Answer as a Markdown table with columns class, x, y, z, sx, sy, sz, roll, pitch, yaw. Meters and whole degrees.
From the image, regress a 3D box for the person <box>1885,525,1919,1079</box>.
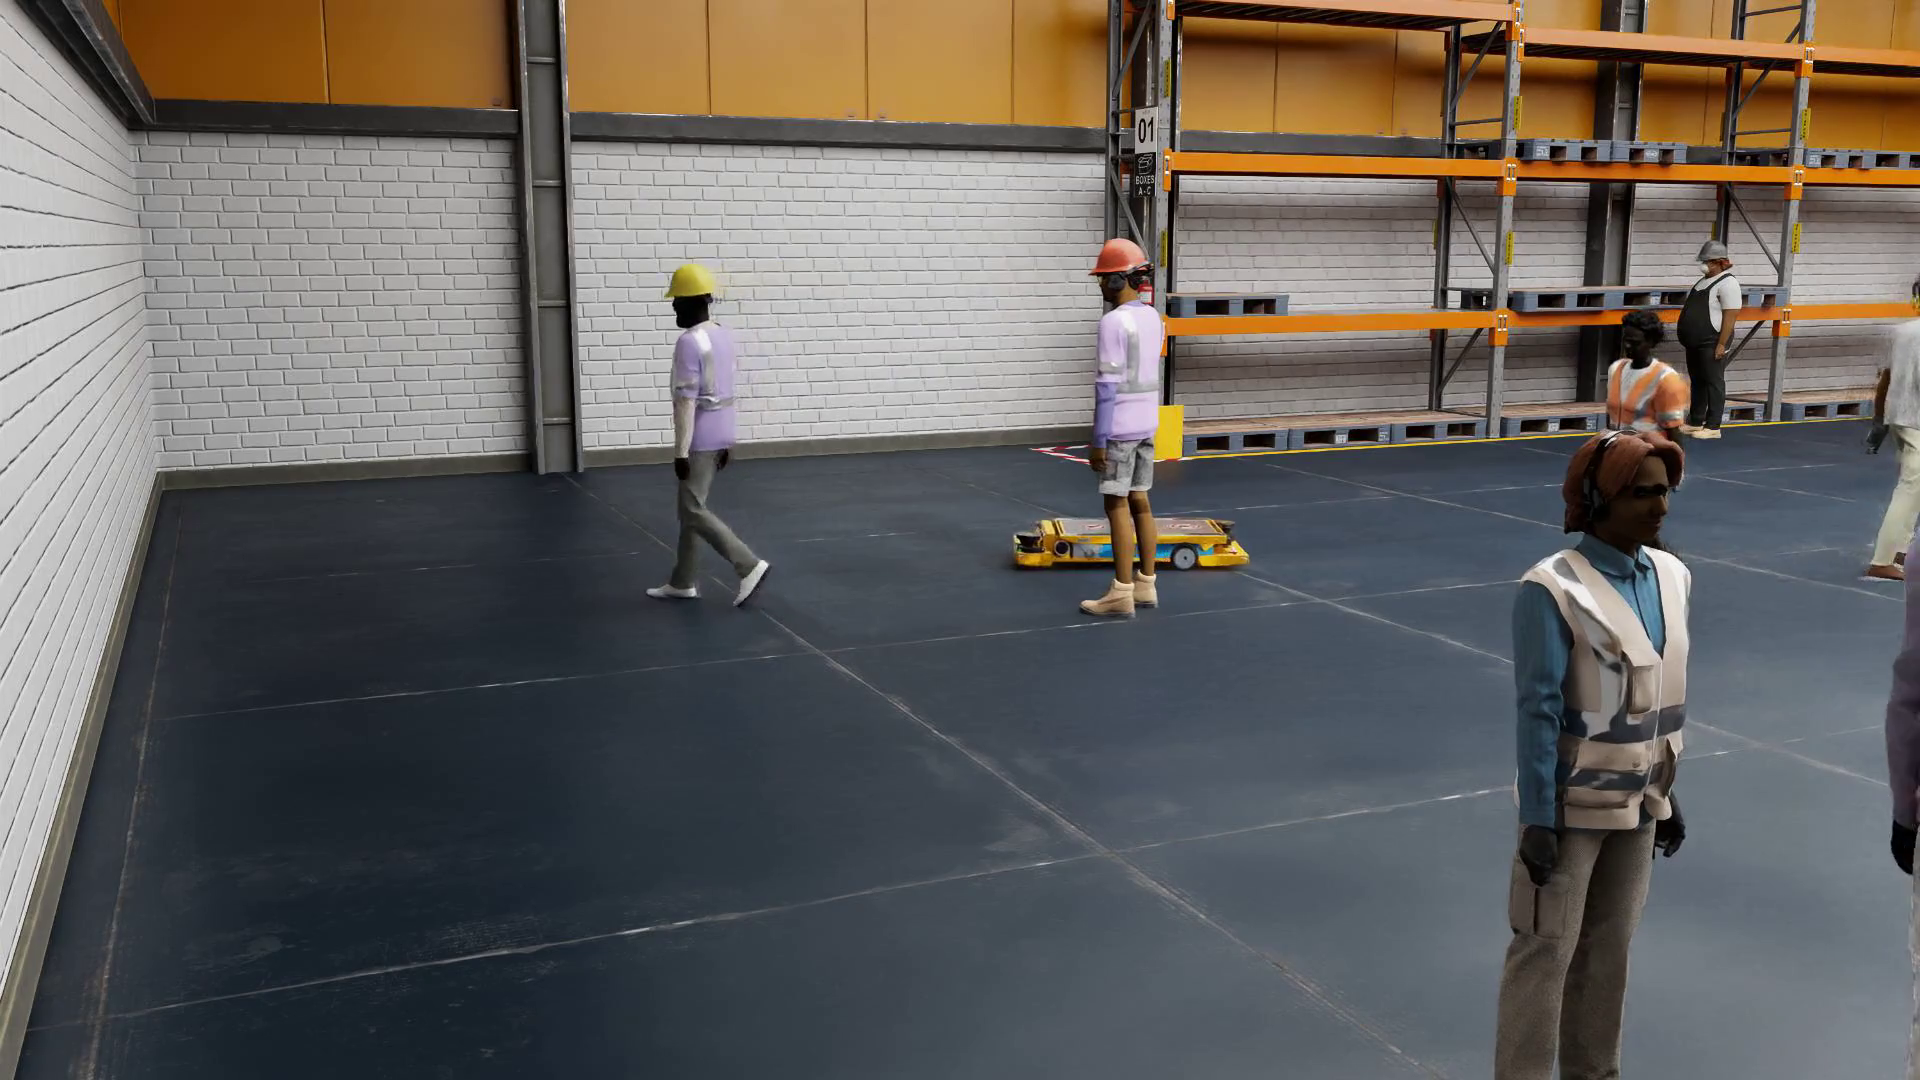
| class | x | y | z | sx | sy | sz | roll | pitch | yaw |
| --- | --- | --- | --- | --- | --- | --- | --- | --- | --- |
| person | 2.078 | 0.568 | 3.181 | 0.646 | 1.789 | 0.966 | 10 | 14 | 43 |

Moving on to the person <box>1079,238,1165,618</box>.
| class | x | y | z | sx | sy | sz | roll | pitch | yaw |
| --- | --- | --- | --- | --- | --- | --- | --- | --- | --- |
| person | 0.869 | -0.599 | 9.014 | 0.395 | 2.037 | 0.607 | 6 | 12 | 31 |

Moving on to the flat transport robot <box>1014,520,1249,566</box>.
| class | x | y | z | sx | sy | sz | roll | pitch | yaw |
| --- | --- | --- | --- | --- | --- | --- | --- | --- | --- |
| flat transport robot | 1.066 | 0.008 | 10.547 | 1.431 | 0.197 | 0.652 | 0 | 10 | 0 |

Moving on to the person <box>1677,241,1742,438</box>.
| class | x | y | z | sx | sy | sz | roll | pitch | yaw |
| --- | --- | --- | --- | --- | --- | --- | --- | --- | --- |
| person | 7.701 | -2.073 | 17.209 | 0.537 | 2.000 | 0.678 | -1 | 10 | -4 |

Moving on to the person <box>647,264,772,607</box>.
| class | x | y | z | sx | sy | sz | roll | pitch | yaw |
| --- | --- | --- | --- | --- | --- | --- | --- | --- | --- |
| person | -1.417 | -0.572 | 9.226 | 0.775 | 1.906 | 0.601 | 2 | 10 | 14 |

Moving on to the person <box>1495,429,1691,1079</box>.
| class | x | y | z | sx | sy | sz | roll | pitch | yaw |
| --- | --- | --- | --- | --- | --- | --- | --- | --- | --- |
| person | 1.356 | 0.579 | 3.558 | 0.514 | 1.639 | 0.307 | -7 | 12 | -34 |

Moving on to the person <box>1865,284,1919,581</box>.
| class | x | y | z | sx | sy | sz | roll | pitch | yaw |
| --- | --- | --- | --- | --- | --- | --- | --- | --- | --- |
| person | 5.736 | -0.659 | 9.888 | 0.630 | 1.842 | 0.520 | -1 | 10 | -5 |

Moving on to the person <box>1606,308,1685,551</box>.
| class | x | y | z | sx | sy | sz | roll | pitch | yaw |
| --- | --- | --- | --- | --- | --- | --- | --- | --- | --- |
| person | 3.819 | -0.440 | 9.129 | 0.581 | 1.671 | 0.545 | -3 | 11 | -15 |
